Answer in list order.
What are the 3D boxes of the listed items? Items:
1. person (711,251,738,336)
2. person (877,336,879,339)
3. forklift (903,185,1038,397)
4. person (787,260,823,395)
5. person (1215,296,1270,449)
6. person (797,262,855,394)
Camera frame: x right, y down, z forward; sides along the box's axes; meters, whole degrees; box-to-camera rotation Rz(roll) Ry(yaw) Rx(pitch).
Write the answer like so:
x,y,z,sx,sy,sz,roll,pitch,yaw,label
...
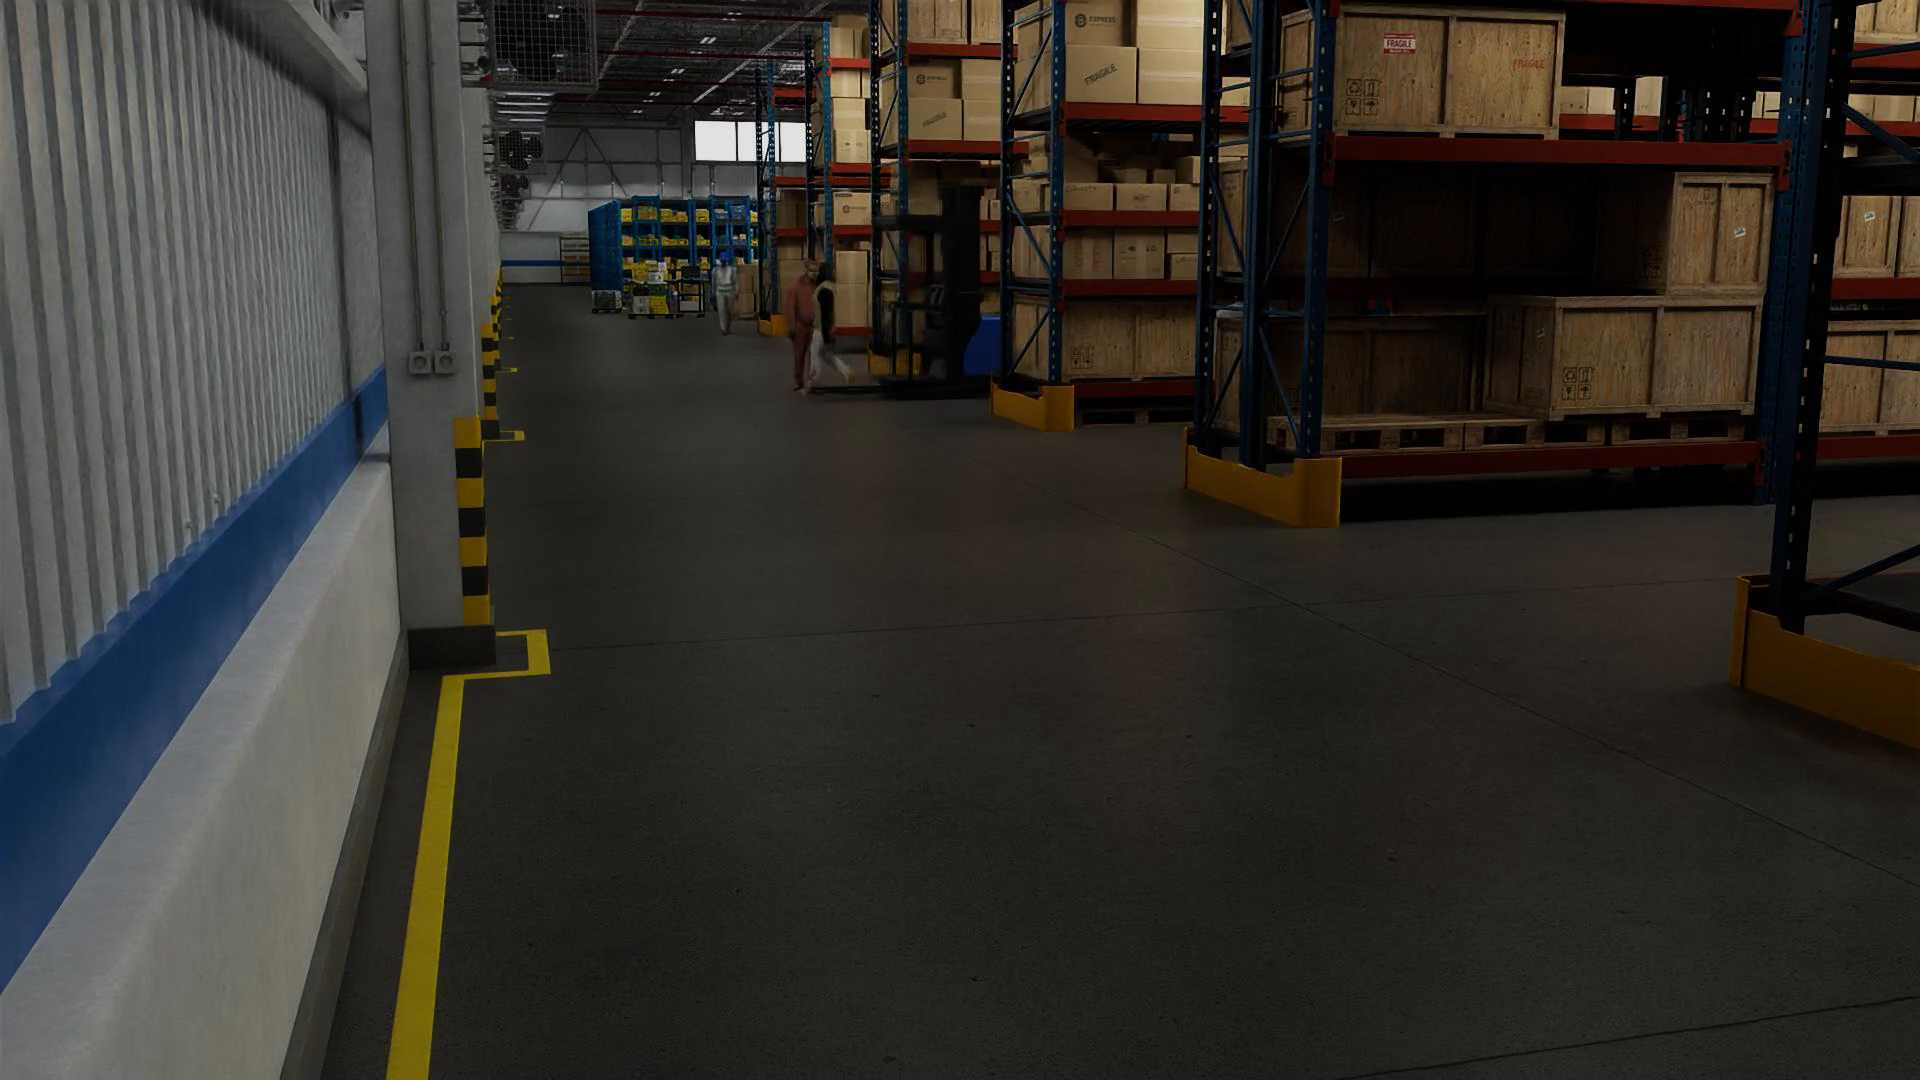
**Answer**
x,y,z,sx,sy,sz,roll,pitch,yaw,label
-5.385,-5.646,38.061,0.609,1.928,0.816,-2,10,-14,person
-1.794,-5.257,36.375,0.372,1.726,0.511,1,10,7,person
0.035,-3.368,22.442,1.873,2.768,1.129,-3,10,-15,forklift
-2.105,-2.940,22.979,0.663,1.849,0.986,-4,11,-21,person
2.833,-1.782,16.650,0.562,1.752,0.324,3,10,15,person
-1.857,-2.917,22.915,0.763,1.817,0.644,-1,10,-7,person
